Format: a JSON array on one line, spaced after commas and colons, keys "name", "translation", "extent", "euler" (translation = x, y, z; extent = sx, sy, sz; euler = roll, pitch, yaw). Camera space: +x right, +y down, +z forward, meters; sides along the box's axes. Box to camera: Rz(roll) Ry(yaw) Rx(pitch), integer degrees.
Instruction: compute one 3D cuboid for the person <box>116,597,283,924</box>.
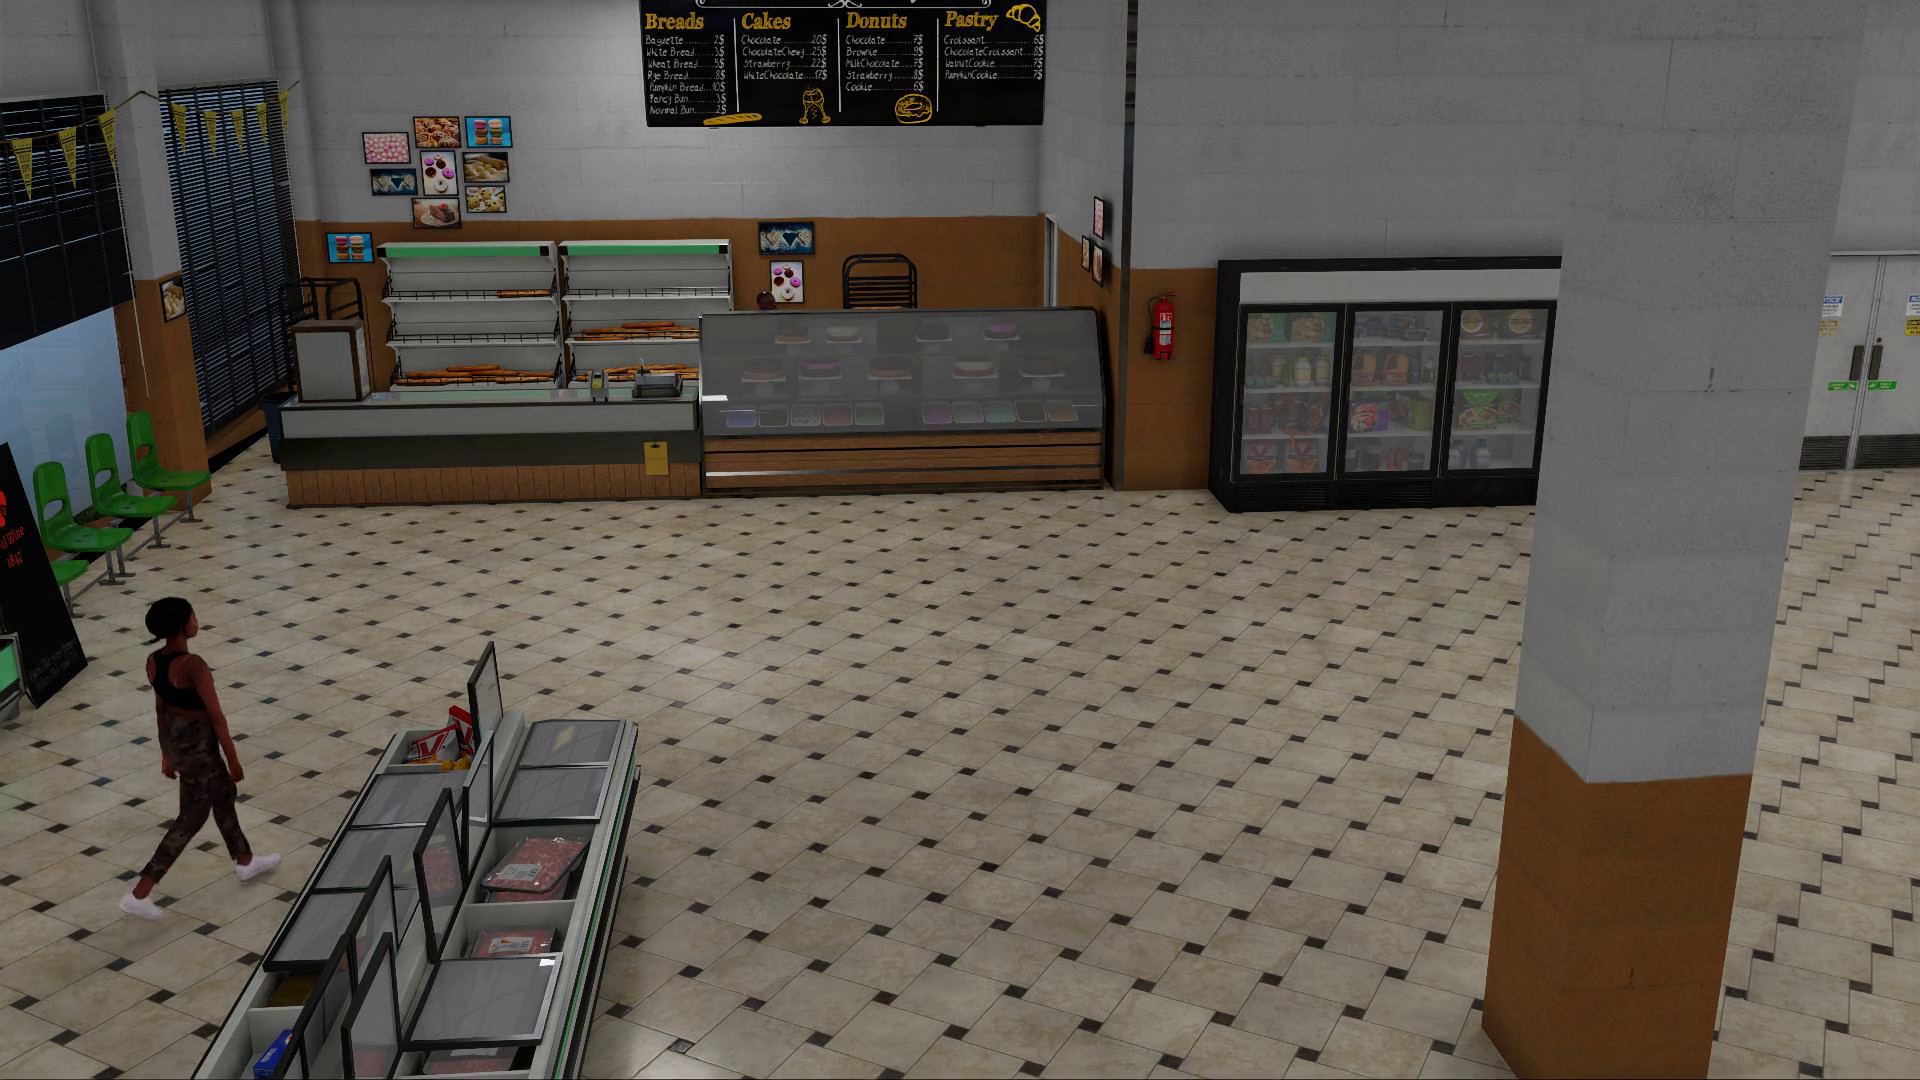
[{"name": "person", "translation": [-3.981, 1.140, 8.487], "extent": [1.050, 1.661, 1.211], "euler": [11, 20, 31]}]
